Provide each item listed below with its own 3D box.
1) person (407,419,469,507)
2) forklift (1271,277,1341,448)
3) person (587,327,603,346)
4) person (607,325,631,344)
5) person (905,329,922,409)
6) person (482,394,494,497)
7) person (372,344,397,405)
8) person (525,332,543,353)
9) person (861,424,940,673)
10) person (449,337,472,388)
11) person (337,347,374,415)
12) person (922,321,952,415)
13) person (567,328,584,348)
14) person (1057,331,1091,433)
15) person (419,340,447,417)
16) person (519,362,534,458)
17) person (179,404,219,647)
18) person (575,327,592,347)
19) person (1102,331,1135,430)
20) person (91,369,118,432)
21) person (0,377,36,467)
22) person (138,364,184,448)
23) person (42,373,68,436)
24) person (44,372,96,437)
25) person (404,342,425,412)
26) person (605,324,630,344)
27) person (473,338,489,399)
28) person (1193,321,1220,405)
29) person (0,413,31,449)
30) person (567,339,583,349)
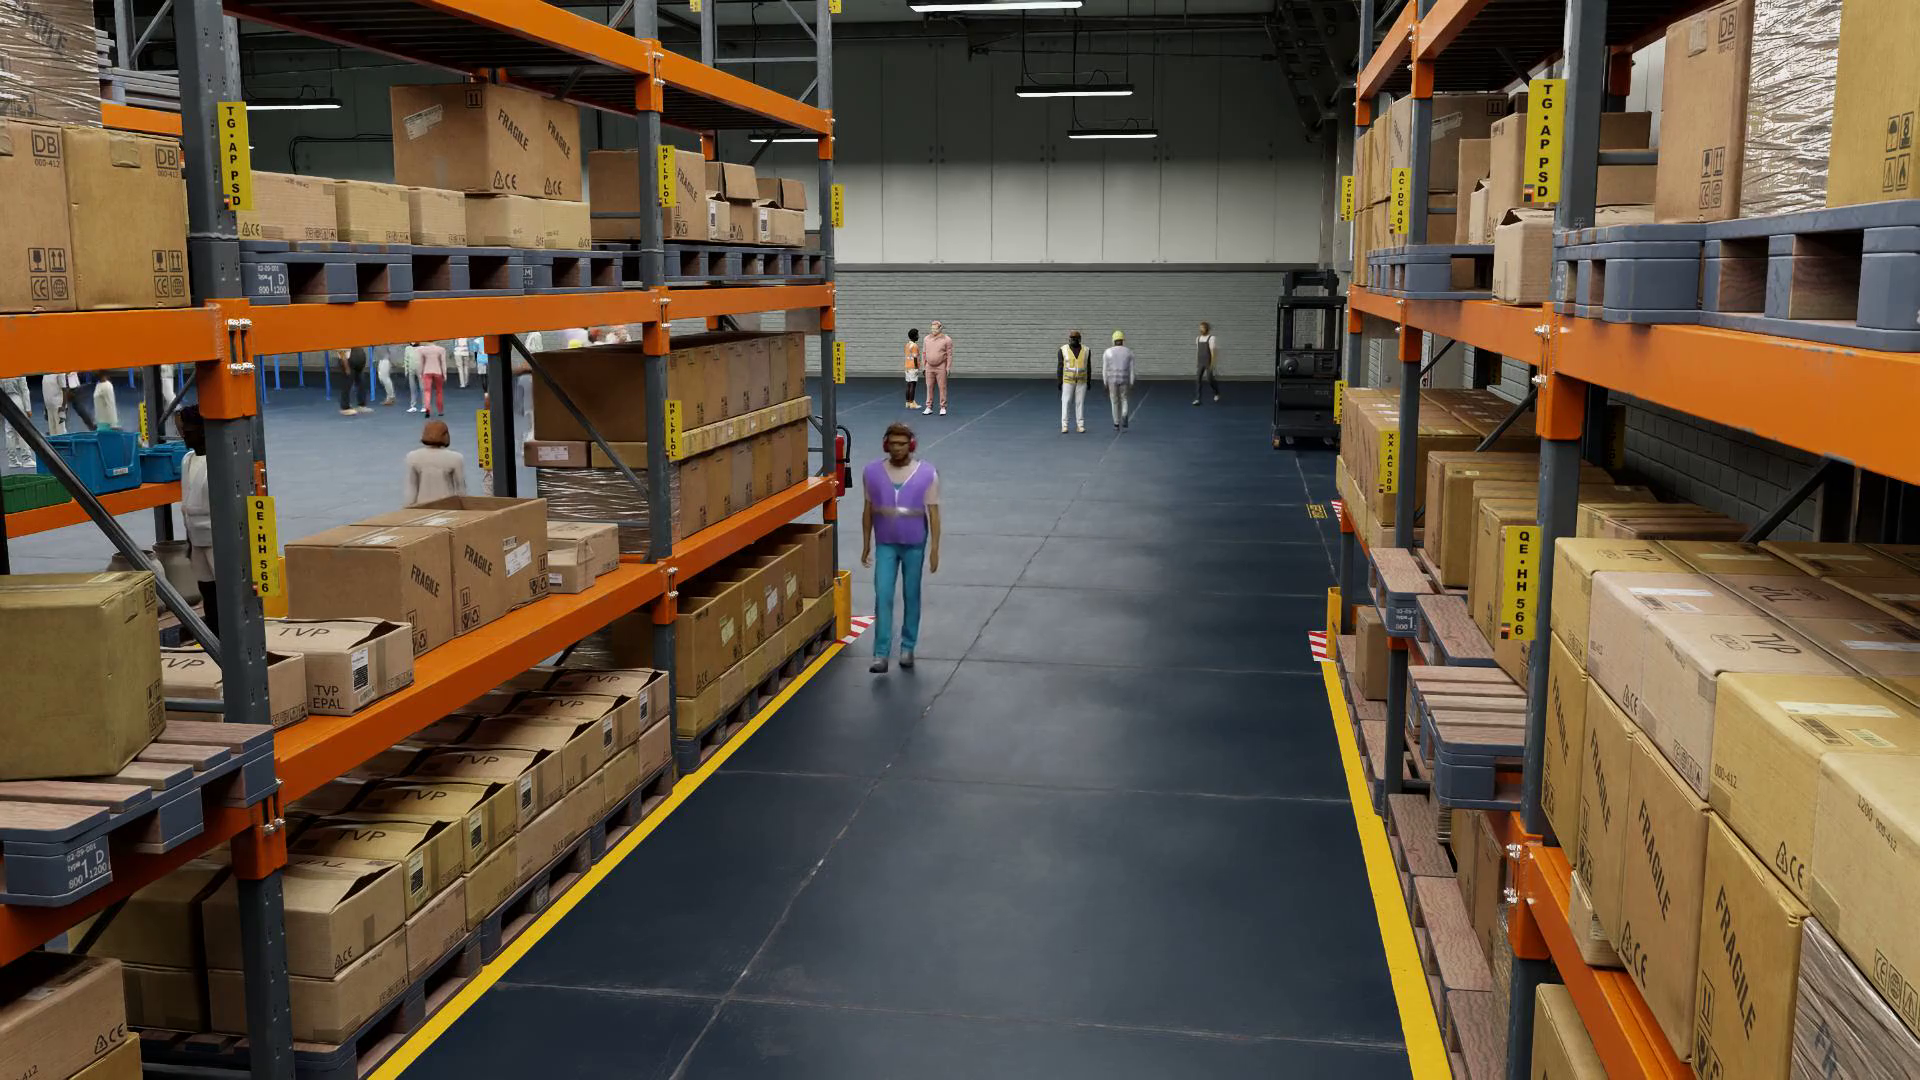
[{"bbox_3d":[-4.617,-0.271,14.797,0.520,1.613,0.565,0,9,-2],"label":"person"},{"bbox_3d":[5.847,-3.016,27.970,1.129,2.768,1.873,1,9,9],"label":"forklift"},{"bbox_3d":[-6.869,-3.067,31.252,0.430,1.872,0.581,1,9,9],"label":"person"},{"bbox_3d":[-6.447,-3.154,31.751,0.658,1.884,0.454,-8,12,-41],"label":"person"},{"bbox_3d":[-0.997,-3.634,35.289,0.317,1.695,0.540,-3,10,-19],"label":"person"},{"bbox_3d":[-4.917,-0.749,17.669,0.514,1.640,0.310,9,13,43],"label":"person"},{"bbox_3d":[-12.540,-3.893,36.203,0.461,1.916,0.624,-7,12,-38],"label":"person"},{"bbox_3d":[-9.223,-3.880,36.027,0.381,1.950,0.605,-5,11,-30],"label":"person"},{"bbox_3d":[-0.450,0.073,12.057,0.601,1.807,0.881,1,9,7],"label":"person"},{"bbox_3d":[-12.519,-4.617,41.632,0.534,1.608,0.768,-7,11,-35],"label":"person"},{"bbox_3d":[-12.285,-3.542,33.793,0.728,2.000,0.712,1,9,6],"label":"person"},{"bbox_3d":[-0.485,-3.494,33.800,0.639,1.902,0.407,3,10,18],"label":"person"},{"bbox_3d":[-9.150,-4.454,39.752,0.595,1.896,0.877,2,9,11],"label":"person"},{"bbox_3d":[2.076,-2.865,30.107,0.634,1.839,0.429,-1,9,-8],"label":"person"},{"bbox_3d":[-10.555,-3.335,33.306,0.538,1.745,0.751,-2,9,-10],"label":"person"},{"bbox_3d":[-6.401,-1.941,25.075,0.513,1.619,0.346,6,11,32],"label":"person"},{"bbox_3d":[-5.469,-0.018,12.153,0.608,1.966,0.370,6,11,34],"label":"person"},{"bbox_3d":[-8.446,-4.088,37.628,0.551,1.845,0.417,1,9,4],"label":"person"},{"bbox_3d":[2.918,-2.949,30.702,0.588,1.814,0.431,0,9,0],"label":"person"},{"bbox_3d":[-11.577,-1.583,22.474,0.371,1.755,0.531,-6,11,-32],"label":"person"},{"bbox_3d":[-14.058,-1.955,24.807,0.485,1.740,0.304,2,9,13],"label":"person"},{"bbox_3d":[-13.068,-2.463,27.181,1.048,2.004,0.631,-9,13,-43],"label":"person"},{"bbox_3d":[-12.992,-1.863,23.853,0.510,1.865,0.329,6,11,33],"label":"person"},{"bbox_3d":[-15.324,-2.621,28.530,1.021,1.869,0.601,-2,9,-11],"label":"person"},{"bbox_3d":[-11.257,-3.464,34.434,0.505,1.633,0.279,1,9,8],"label":"person"},{"bbox_3d":[-7.419,-3.846,36.108,0.578,1.848,1.066,0,9,0],"label":"person"},{"bbox_3d":[-10.883,-4.084,38.163,0.541,1.645,0.860,-3,10,-18],"label":"person"},{"bbox_3d":[5.401,-3.865,36.336,0.523,1.823,0.721,8,12,41],"label":"person"},{"bbox_3d":[-15.624,-2.384,27.076,0.641,1.871,0.937,5,11,29],"label":"person"},{"bbox_3d":[-6.551,-2.560,28.497,0.350,1.758,0.523,-5,11,-29],"label":"person"}]
